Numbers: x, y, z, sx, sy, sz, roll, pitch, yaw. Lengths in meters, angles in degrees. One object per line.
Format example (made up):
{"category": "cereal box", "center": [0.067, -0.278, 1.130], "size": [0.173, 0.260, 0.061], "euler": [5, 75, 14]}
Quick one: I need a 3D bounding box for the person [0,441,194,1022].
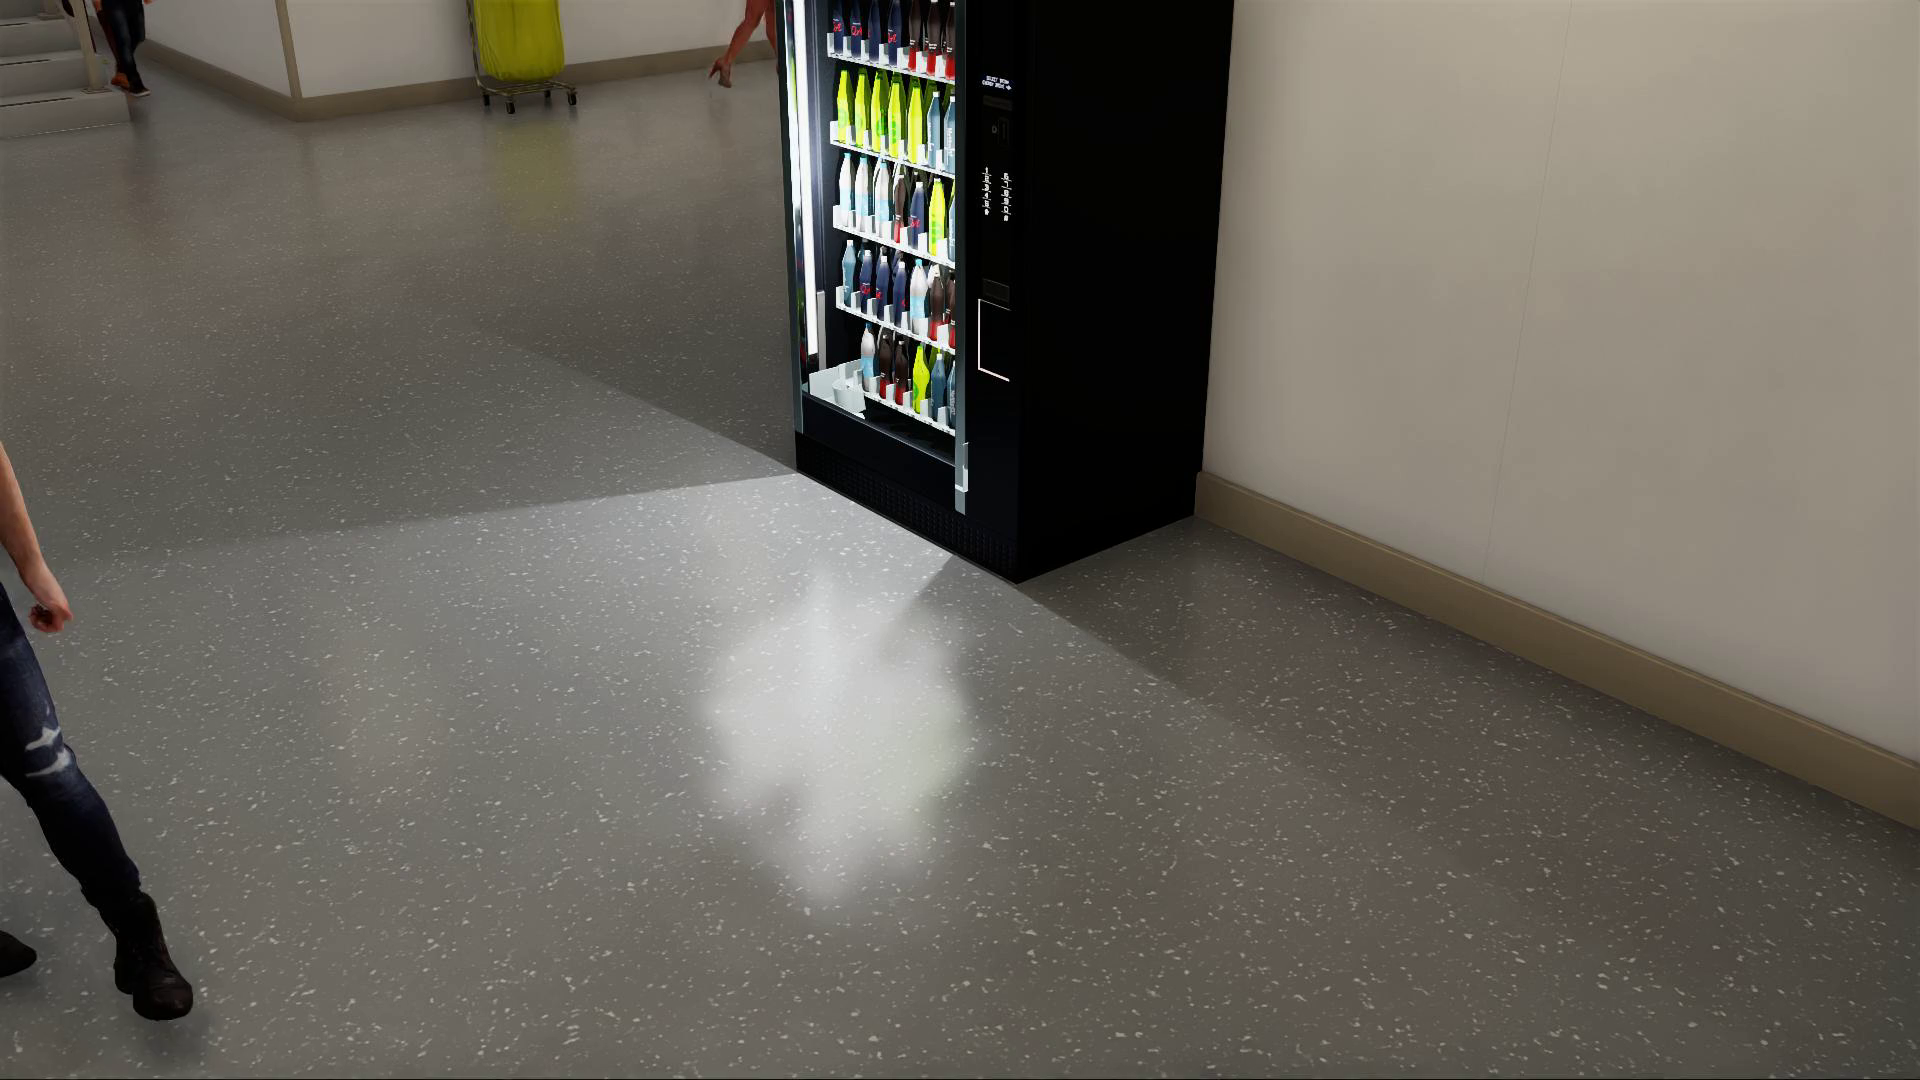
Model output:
{"category": "person", "center": [-2.086, 0.138, 3.160], "size": [1.131, 1.837, 0.880], "euler": [13, 28, 24]}

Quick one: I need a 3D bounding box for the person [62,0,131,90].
{"category": "person", "center": [-6.474, -4.174, 12.238], "size": [0.722, 1.718, 0.699], "euler": [11, 28, 22]}

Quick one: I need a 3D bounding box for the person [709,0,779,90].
{"category": "person", "center": [-1.526, -4.069, 12.153], "size": [0.675, 1.603, 0.979], "euler": [-17, 31, -32]}

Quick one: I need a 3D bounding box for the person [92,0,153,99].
{"category": "person", "center": [-6.210, -4.022, 12.237], "size": [0.941, 1.445, 0.645], "euler": [21, 33, 37]}
